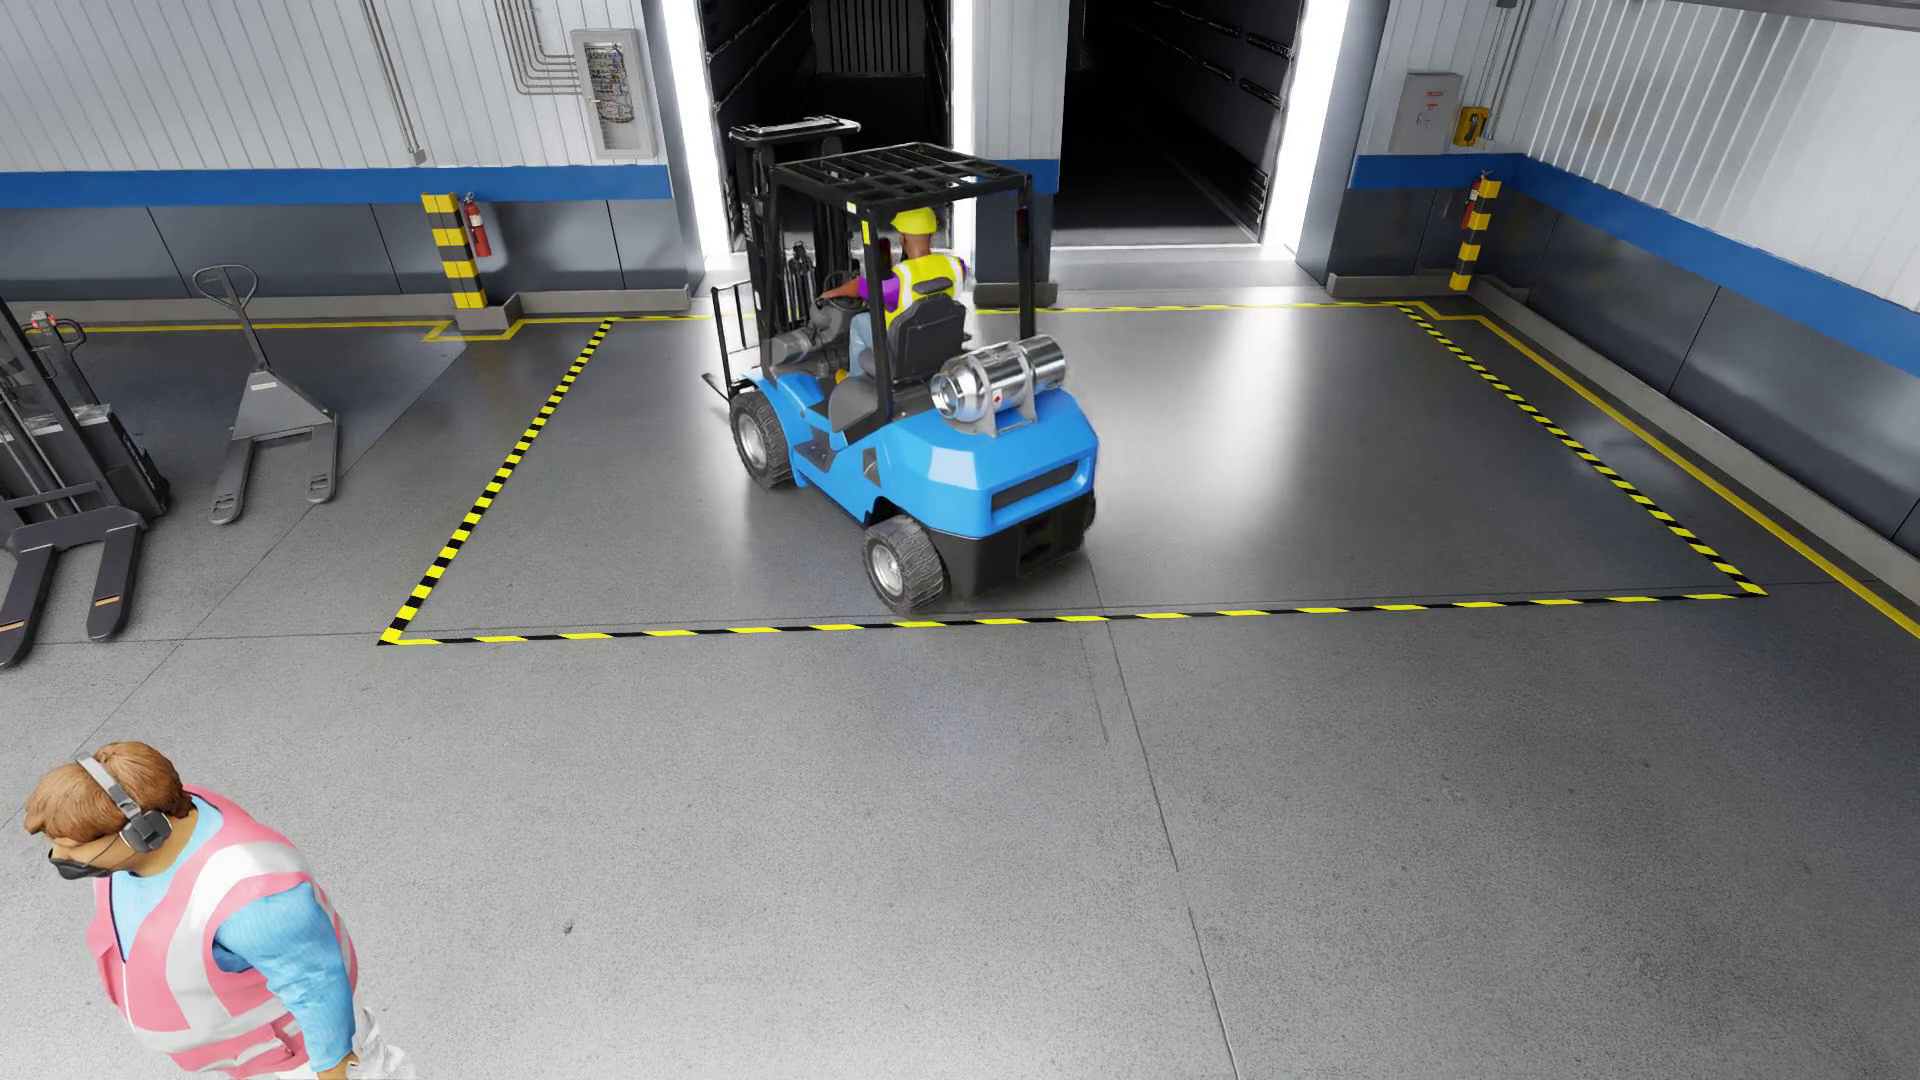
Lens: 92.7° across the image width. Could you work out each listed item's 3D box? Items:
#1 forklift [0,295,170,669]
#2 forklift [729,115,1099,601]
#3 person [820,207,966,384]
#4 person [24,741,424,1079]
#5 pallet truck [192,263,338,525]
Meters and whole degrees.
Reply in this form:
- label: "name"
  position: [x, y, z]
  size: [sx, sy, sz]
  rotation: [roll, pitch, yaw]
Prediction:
- label: "forklift"
  position: [-5.212, -0.618, 4.878]
  size: [0.823, 1.965, 1.885]
  rotation: [-20, 39, -26]
- label: "forklift"
  position: [-0.385, -1.190, 5.390]
  size: [1.157, 2.036, 2.680]
  rotation: [-23, 41, -30]
- label: "person"
  position: [-0.416, -1.374, 5.326]
  size: [0.635, 1.294, 1.002]
  rotation: [-23, 41, -30]
- label: "person"
  position: [-1.795, 1.212, 2.385]
  size: [0.625, 1.844, 0.429]
  rotation: [16, 38, 21]
- label: "pallet truck"
  position: [-4.778, -1.027, 6.128]
  size: [0.680, 1.201, 1.601]
  rotation: [-17, 38, -23]
